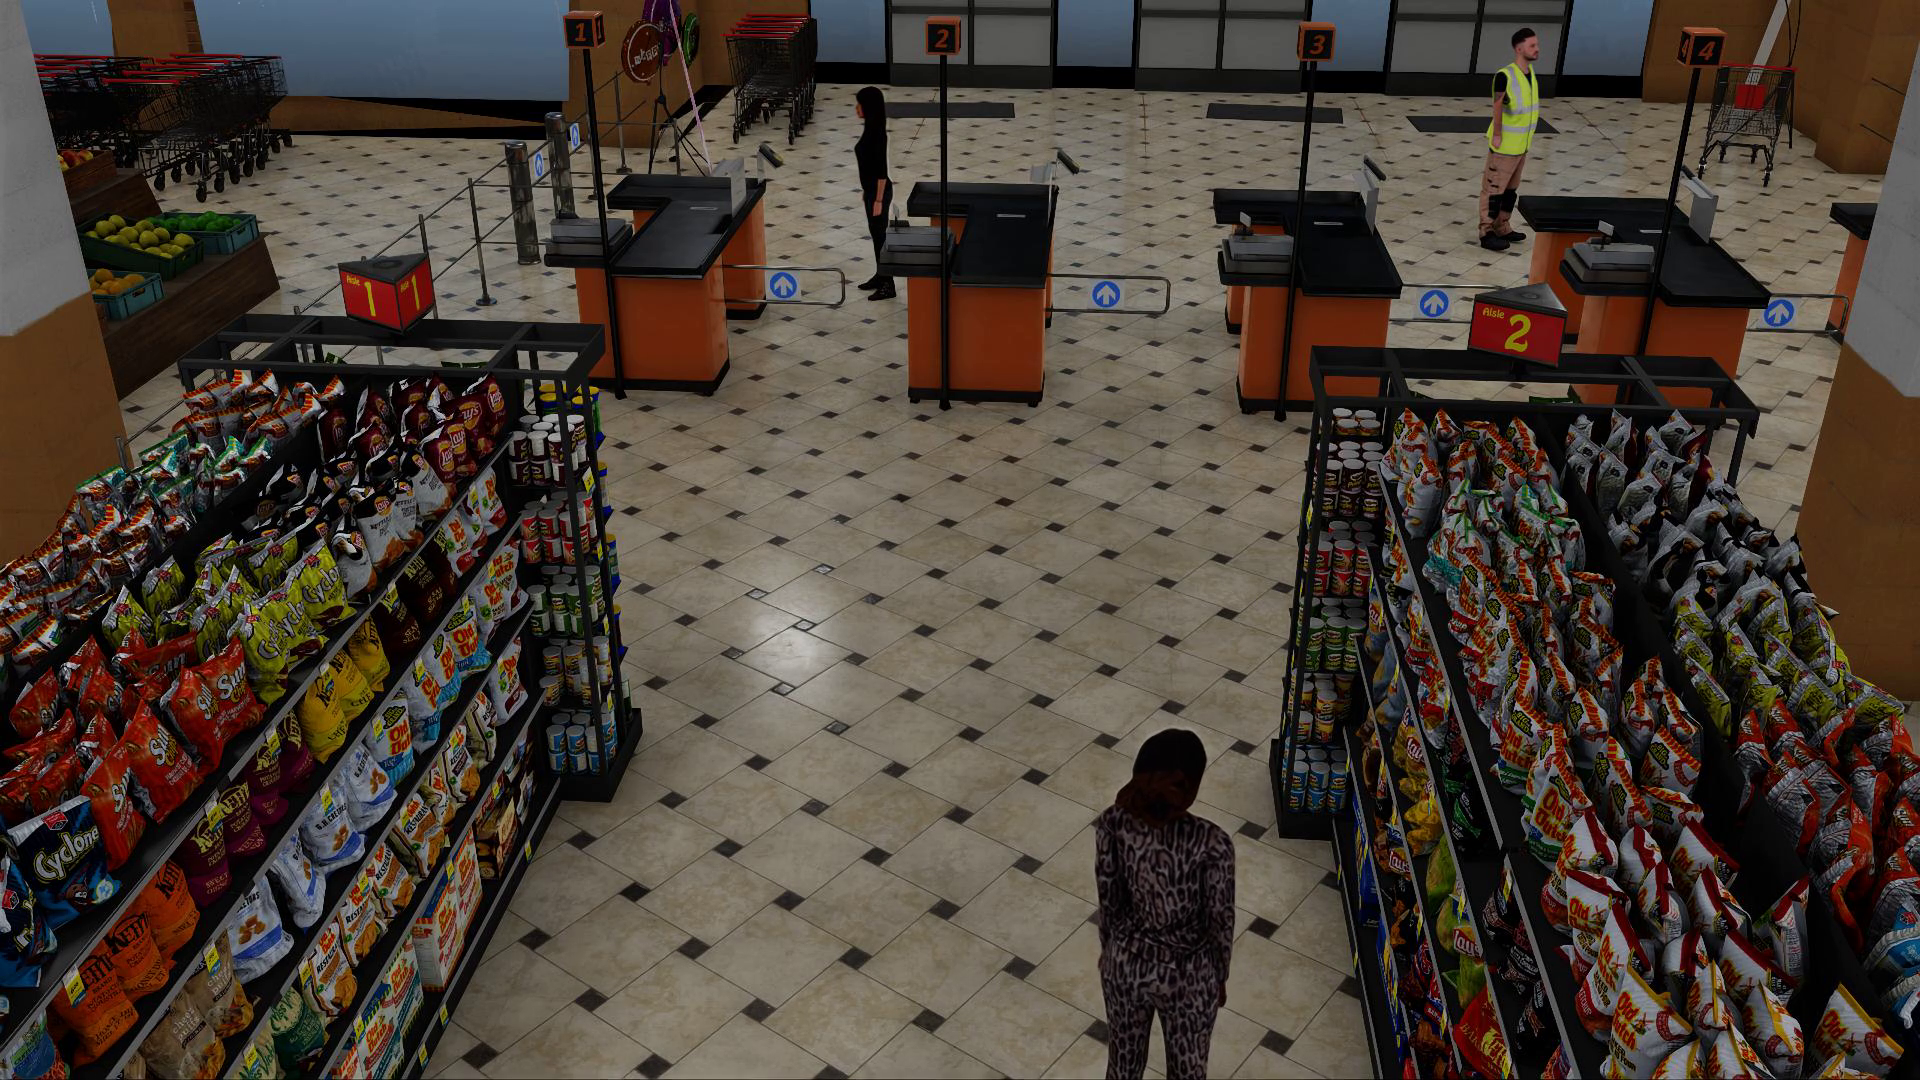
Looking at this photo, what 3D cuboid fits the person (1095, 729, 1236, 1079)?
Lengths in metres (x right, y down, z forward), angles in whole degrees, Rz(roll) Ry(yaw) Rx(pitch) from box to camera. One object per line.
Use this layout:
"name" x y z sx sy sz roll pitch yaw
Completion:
"person" 0.602 1.298 5.021 0.648 1.713 0.663 11 29 21

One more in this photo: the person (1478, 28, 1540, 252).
"person" 4.701 -3.426 14.189 0.912 1.847 0.843 22 35 37

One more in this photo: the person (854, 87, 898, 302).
"person" -0.647 -2.713 13.011 0.710 1.641 0.562 -7 28 -14
